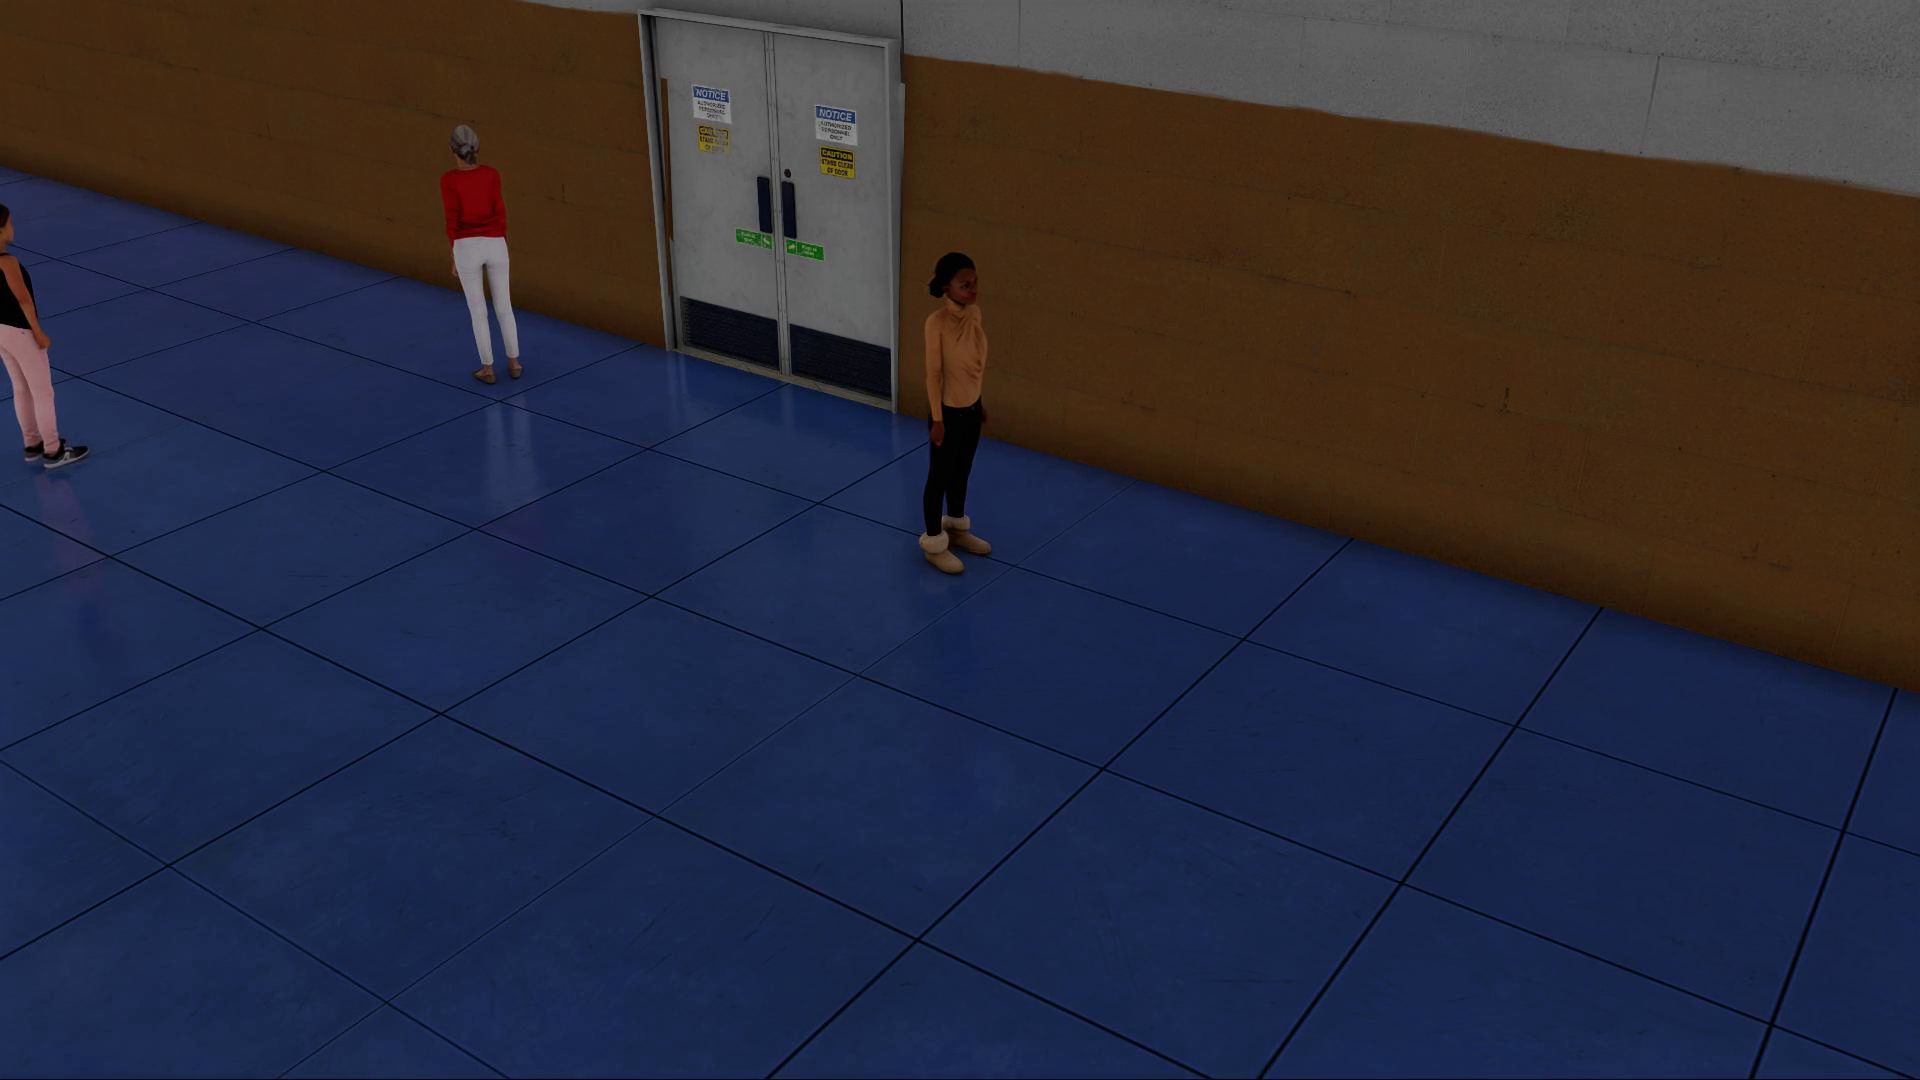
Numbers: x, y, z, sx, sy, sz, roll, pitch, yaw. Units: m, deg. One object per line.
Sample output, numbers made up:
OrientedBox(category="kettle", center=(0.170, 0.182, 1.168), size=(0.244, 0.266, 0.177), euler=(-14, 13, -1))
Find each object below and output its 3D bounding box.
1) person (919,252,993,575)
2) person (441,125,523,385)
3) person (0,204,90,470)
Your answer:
OrientedBox(category="person", center=(-0.032, -0.665, 8.484), size=(0.657, 1.659, 0.491), euler=(19, 32, 32))
OrientedBox(category="person", center=(-3.100, -1.843, 10.770), size=(0.603, 1.693, 0.694), euler=(-14, 30, -25))
OrientedBox(category="person", center=(-5.439, -1.175, 9.597), size=(0.527, 1.563, 0.526), euler=(15, 30, 27))
